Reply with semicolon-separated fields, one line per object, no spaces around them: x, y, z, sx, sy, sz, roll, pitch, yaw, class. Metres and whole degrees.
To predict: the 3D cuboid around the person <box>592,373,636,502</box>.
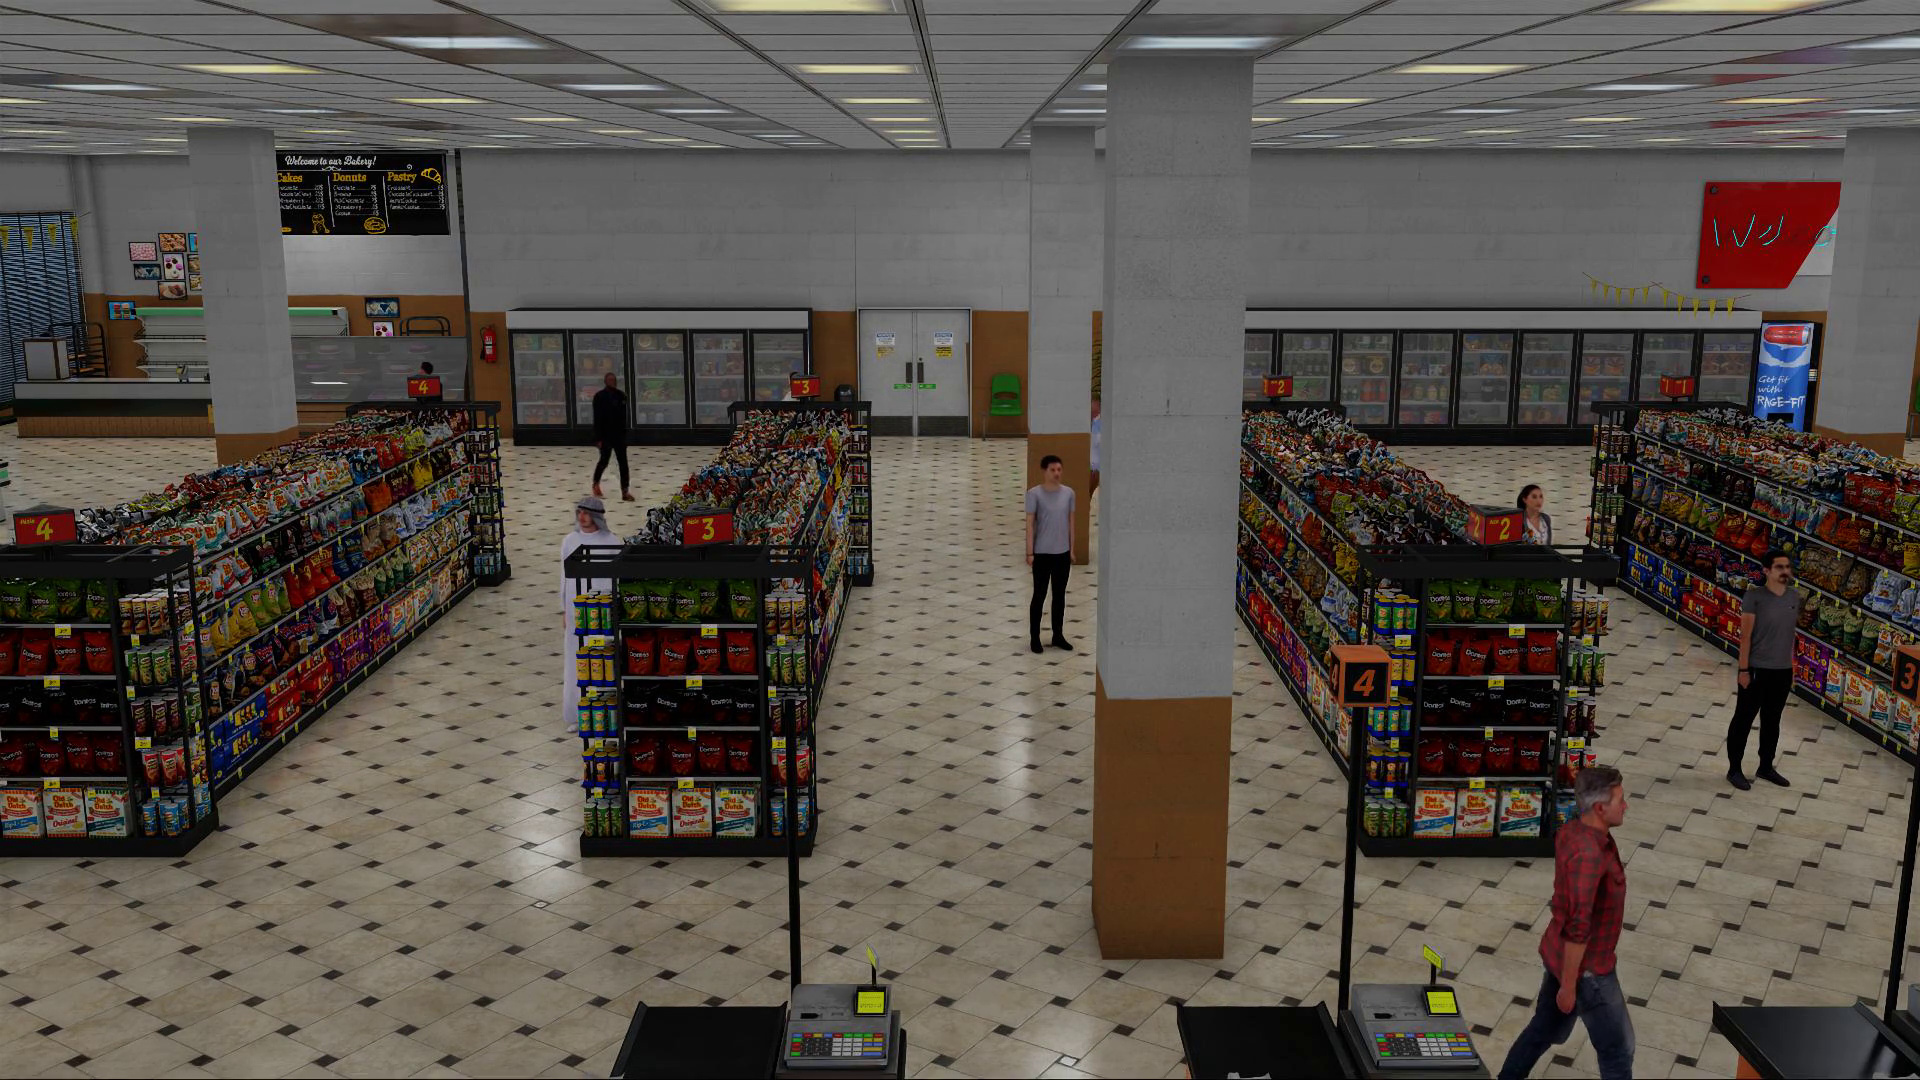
-4.947;-1.443;23.413;1.185;1.786;1.279;-10;15;-39;person

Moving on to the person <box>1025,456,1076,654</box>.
0.859;0.118;15.809;0.735;1.865;0.688;-5;13;-21;person

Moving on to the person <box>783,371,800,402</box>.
-2.460;-1.669;24.729;0.729;1.686;0.594;4;13;20;person

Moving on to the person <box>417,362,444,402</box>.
-7.832;-1.722;24.599;0.795;1.844;0.651;6;13;25;person

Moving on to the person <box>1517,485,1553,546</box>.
5.226;0.311;15.345;0.690;1.678;0.689;-4;13;-18;person

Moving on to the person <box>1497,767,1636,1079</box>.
2.718;1.900;7.522;0.955;1.792;1.137;3;12;14;person

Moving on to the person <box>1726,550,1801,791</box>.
5.912;0.933;12.209;0.660;1.753;0.621;-3;12;-13;person

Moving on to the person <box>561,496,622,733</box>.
-2.968;0.584;13.445;0.694;1.927;0.624;0;12;2;person
